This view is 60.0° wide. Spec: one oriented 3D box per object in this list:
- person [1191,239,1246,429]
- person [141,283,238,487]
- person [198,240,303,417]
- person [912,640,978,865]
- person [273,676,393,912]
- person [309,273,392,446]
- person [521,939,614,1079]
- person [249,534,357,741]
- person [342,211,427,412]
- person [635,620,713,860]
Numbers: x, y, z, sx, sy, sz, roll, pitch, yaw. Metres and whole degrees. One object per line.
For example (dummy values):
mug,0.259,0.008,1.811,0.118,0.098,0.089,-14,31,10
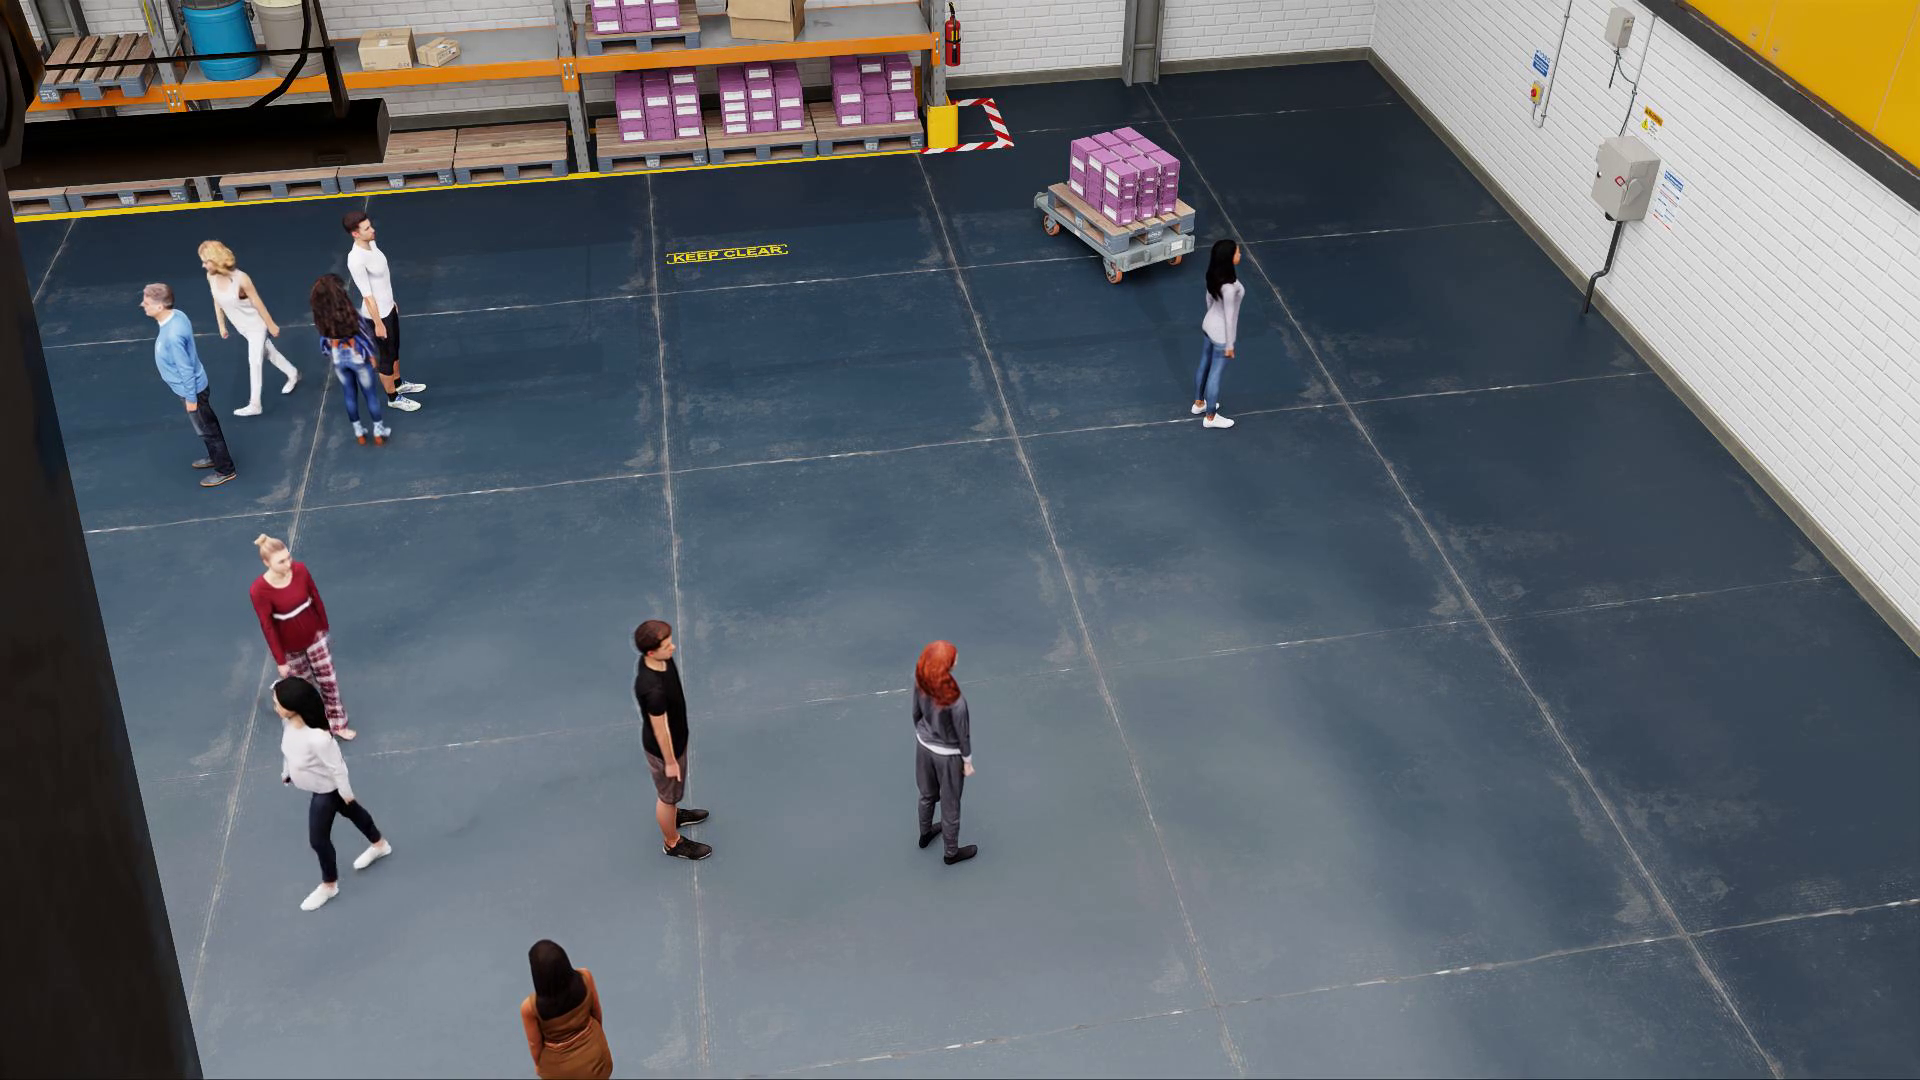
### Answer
person,2.184,-1.762,14.127,0.542,1.735,0.619,-9,40,-12
person,-6.236,-1.284,13.462,0.676,1.820,0.717,-18,42,-21
person,-6.071,-1.914,14.407,1.058,1.624,1.059,15,41,18
person,-0.114,1.299,10.260,0.655,1.779,0.676,31,48,33
person,-3.799,1.437,10.170,0.998,1.675,0.871,-27,46,-30
person,-5.083,-1.510,13.899,0.568,1.626,0.718,3,39,3
person,-2.009,2.662,8.627,0.600,1.687,0.697,-28,46,-31
person,-4.477,0.660,11.137,0.979,1.683,0.920,23,44,26
person,-5.001,-1.991,14.321,0.580,1.852,0.690,-3,39,-4
person,-1.830,1.205,10.312,0.555,1.861,0.682,-5,39,-6
